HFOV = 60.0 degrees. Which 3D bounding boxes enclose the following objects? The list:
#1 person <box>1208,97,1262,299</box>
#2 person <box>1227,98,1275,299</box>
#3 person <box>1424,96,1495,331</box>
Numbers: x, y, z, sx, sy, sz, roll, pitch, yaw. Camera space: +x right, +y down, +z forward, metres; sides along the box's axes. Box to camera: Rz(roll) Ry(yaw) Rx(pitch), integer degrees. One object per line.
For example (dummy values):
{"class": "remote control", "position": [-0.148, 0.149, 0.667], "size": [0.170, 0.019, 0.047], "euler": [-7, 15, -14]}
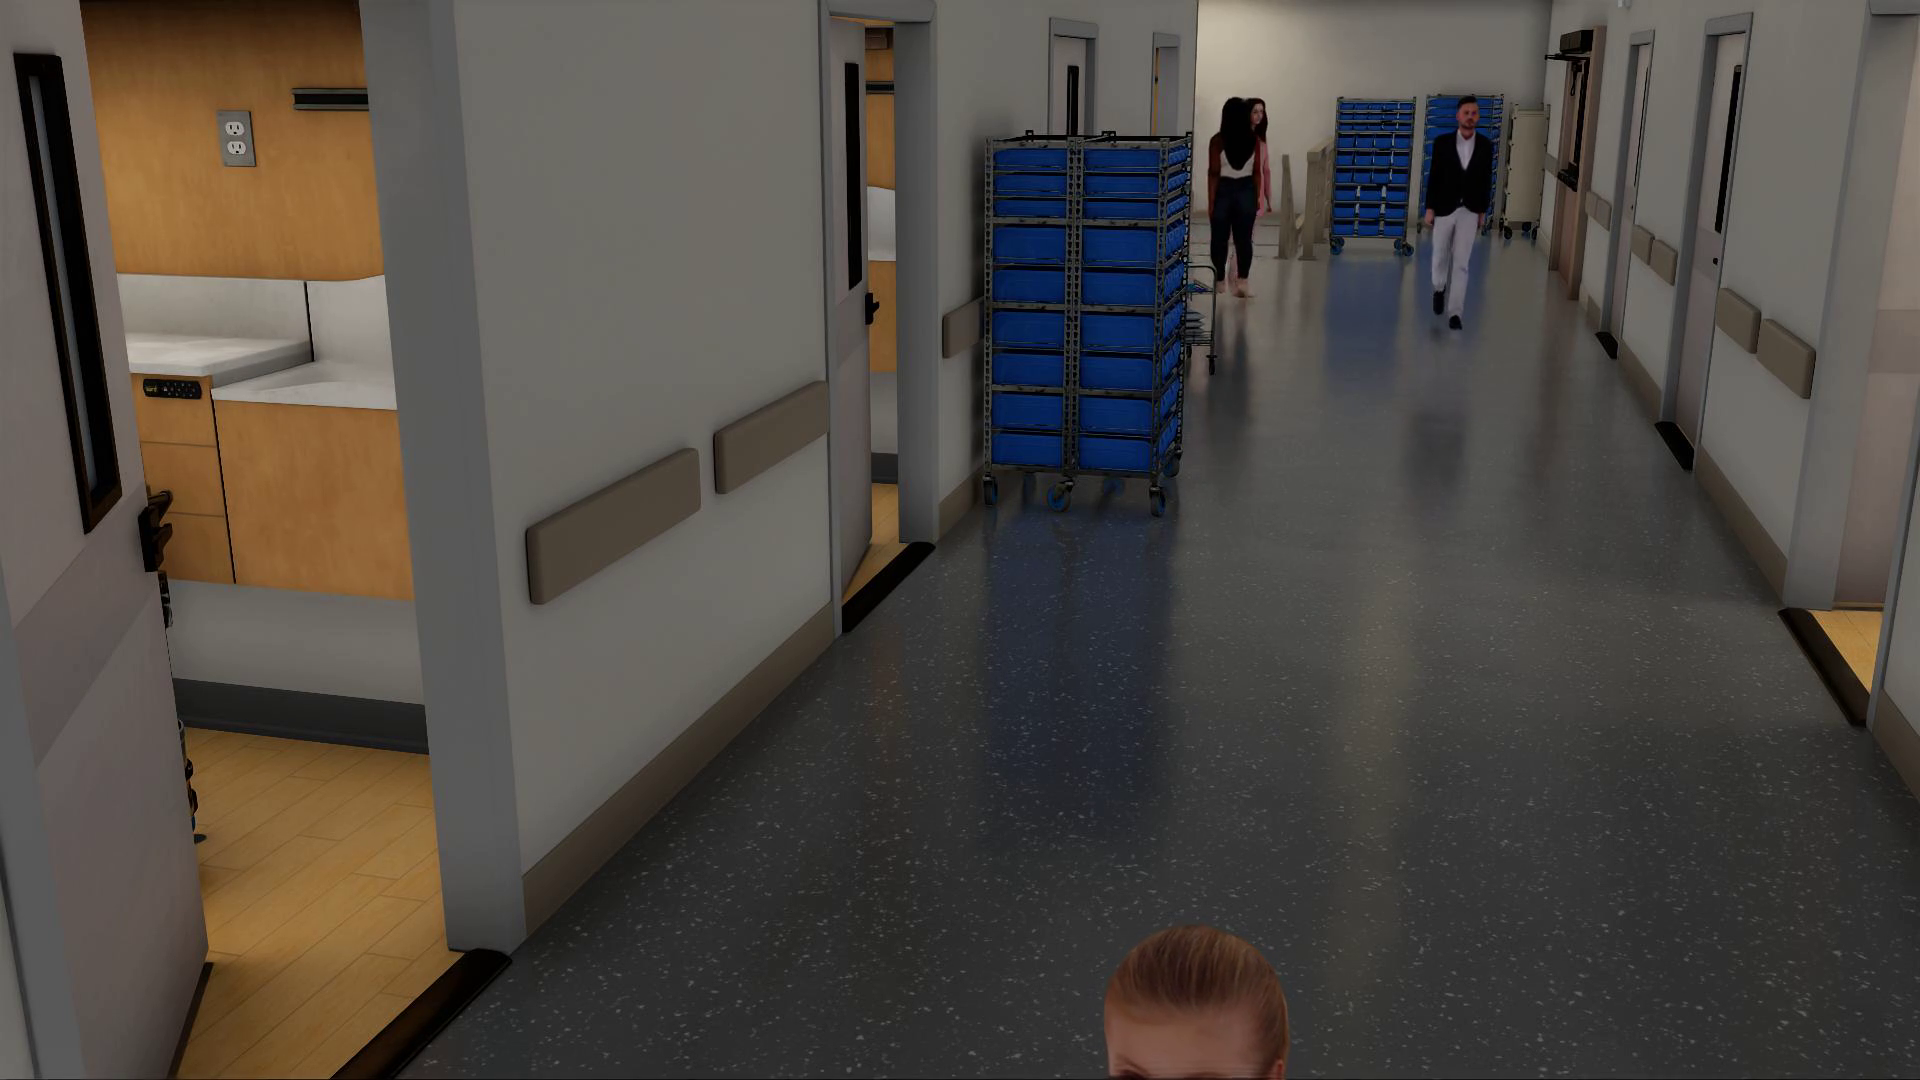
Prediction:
{"class": "person", "position": [2.472, -3.006, 14.878], "size": [0.828, 1.764, 1.257], "euler": [1, 16, 2]}
{"class": "person", "position": [2.573, -3.126, 15.249], "size": [0.727, 1.793, 0.791], "euler": [-9, 18, -29]}
{"class": "person", "position": [4.013, -2.642, 13.478], "size": [0.692, 1.822, 1.078], "euler": [3, 16, 10]}
